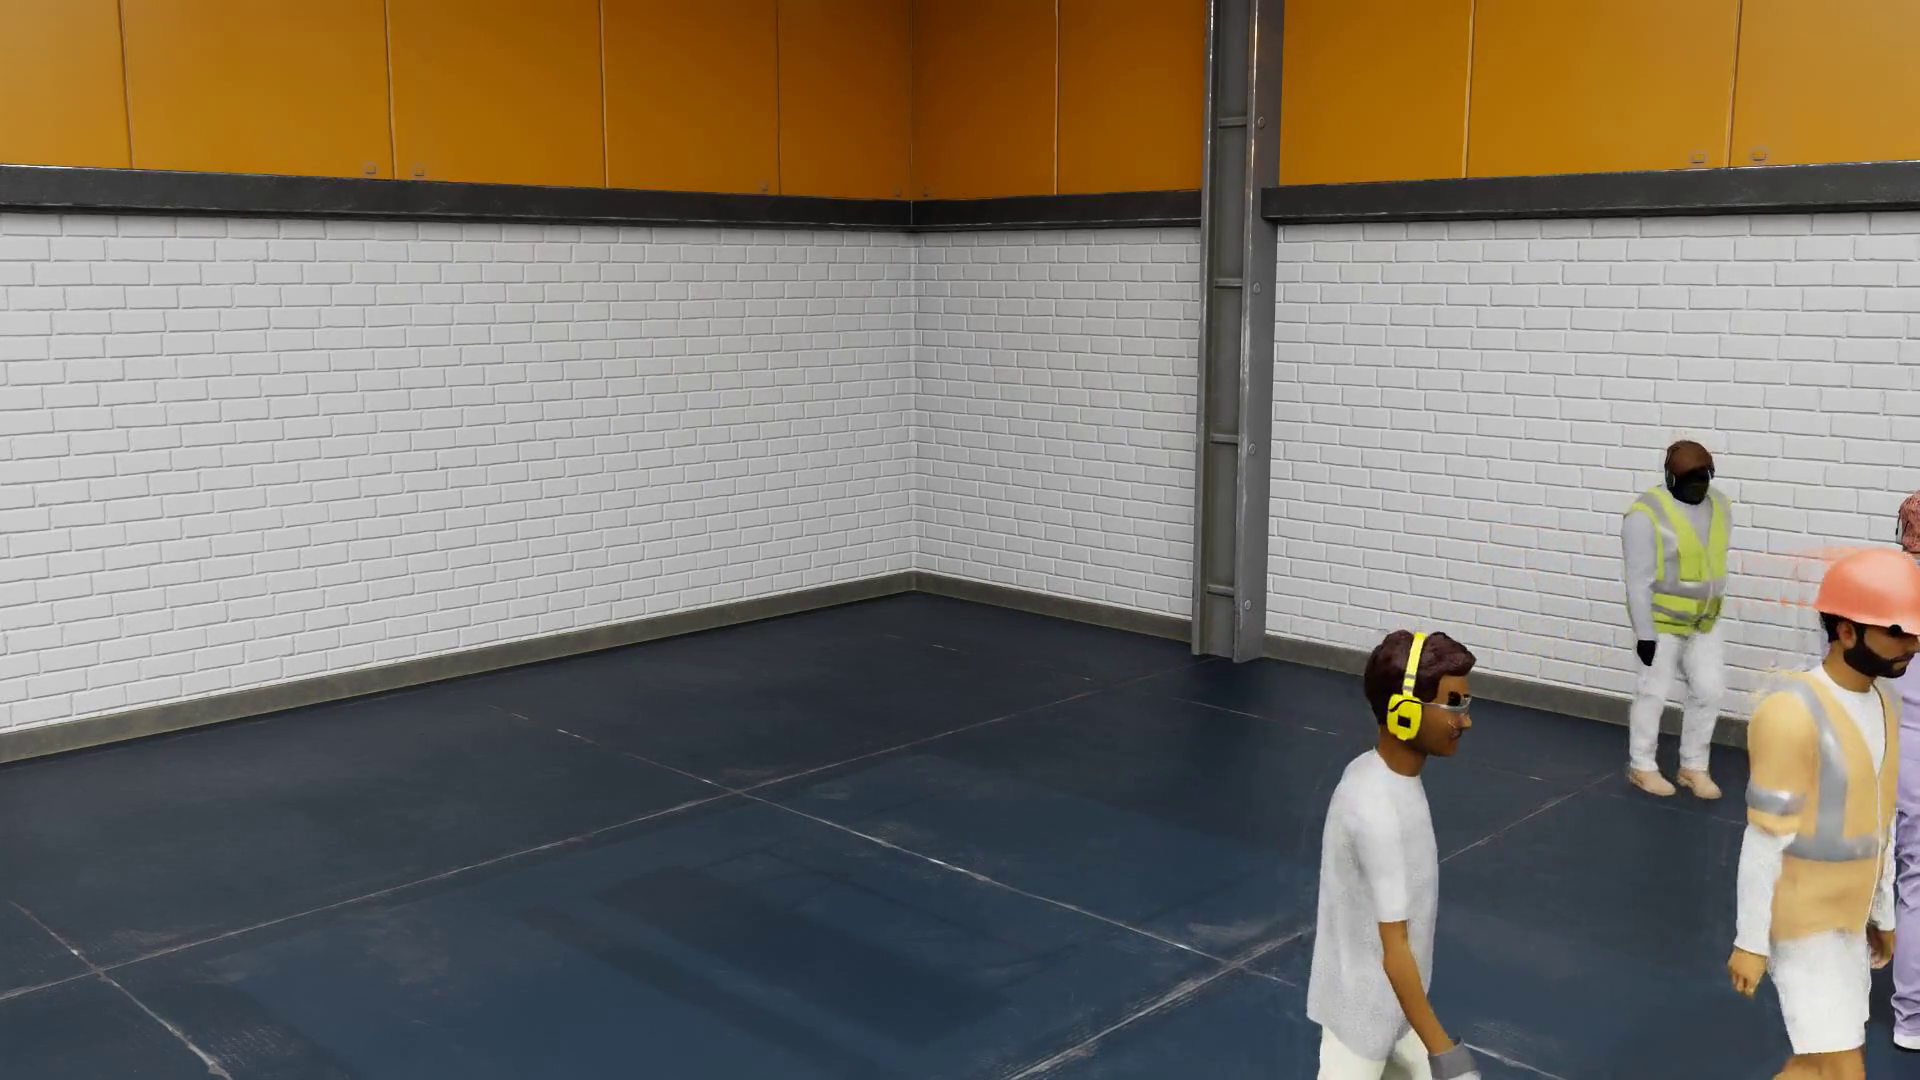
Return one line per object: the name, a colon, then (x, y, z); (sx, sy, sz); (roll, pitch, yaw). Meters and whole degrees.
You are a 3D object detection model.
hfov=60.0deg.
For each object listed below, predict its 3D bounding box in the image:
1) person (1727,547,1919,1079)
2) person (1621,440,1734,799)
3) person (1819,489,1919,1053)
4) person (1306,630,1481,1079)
person: (2.242, 0.960, 4.286); (0.578, 1.918, 0.416); (-7, 11, -35)
person: (3.476, 0.395, 8.142); (0.655, 1.800, 0.521); (-3, 10, -18)
person: (3.209, 0.758, 5.611); (0.399, 1.900, 0.644); (-4, 10, -25)
person: (0.989, 1.103, 3.765); (0.948, 1.816, 0.516); (4, 10, 22)
